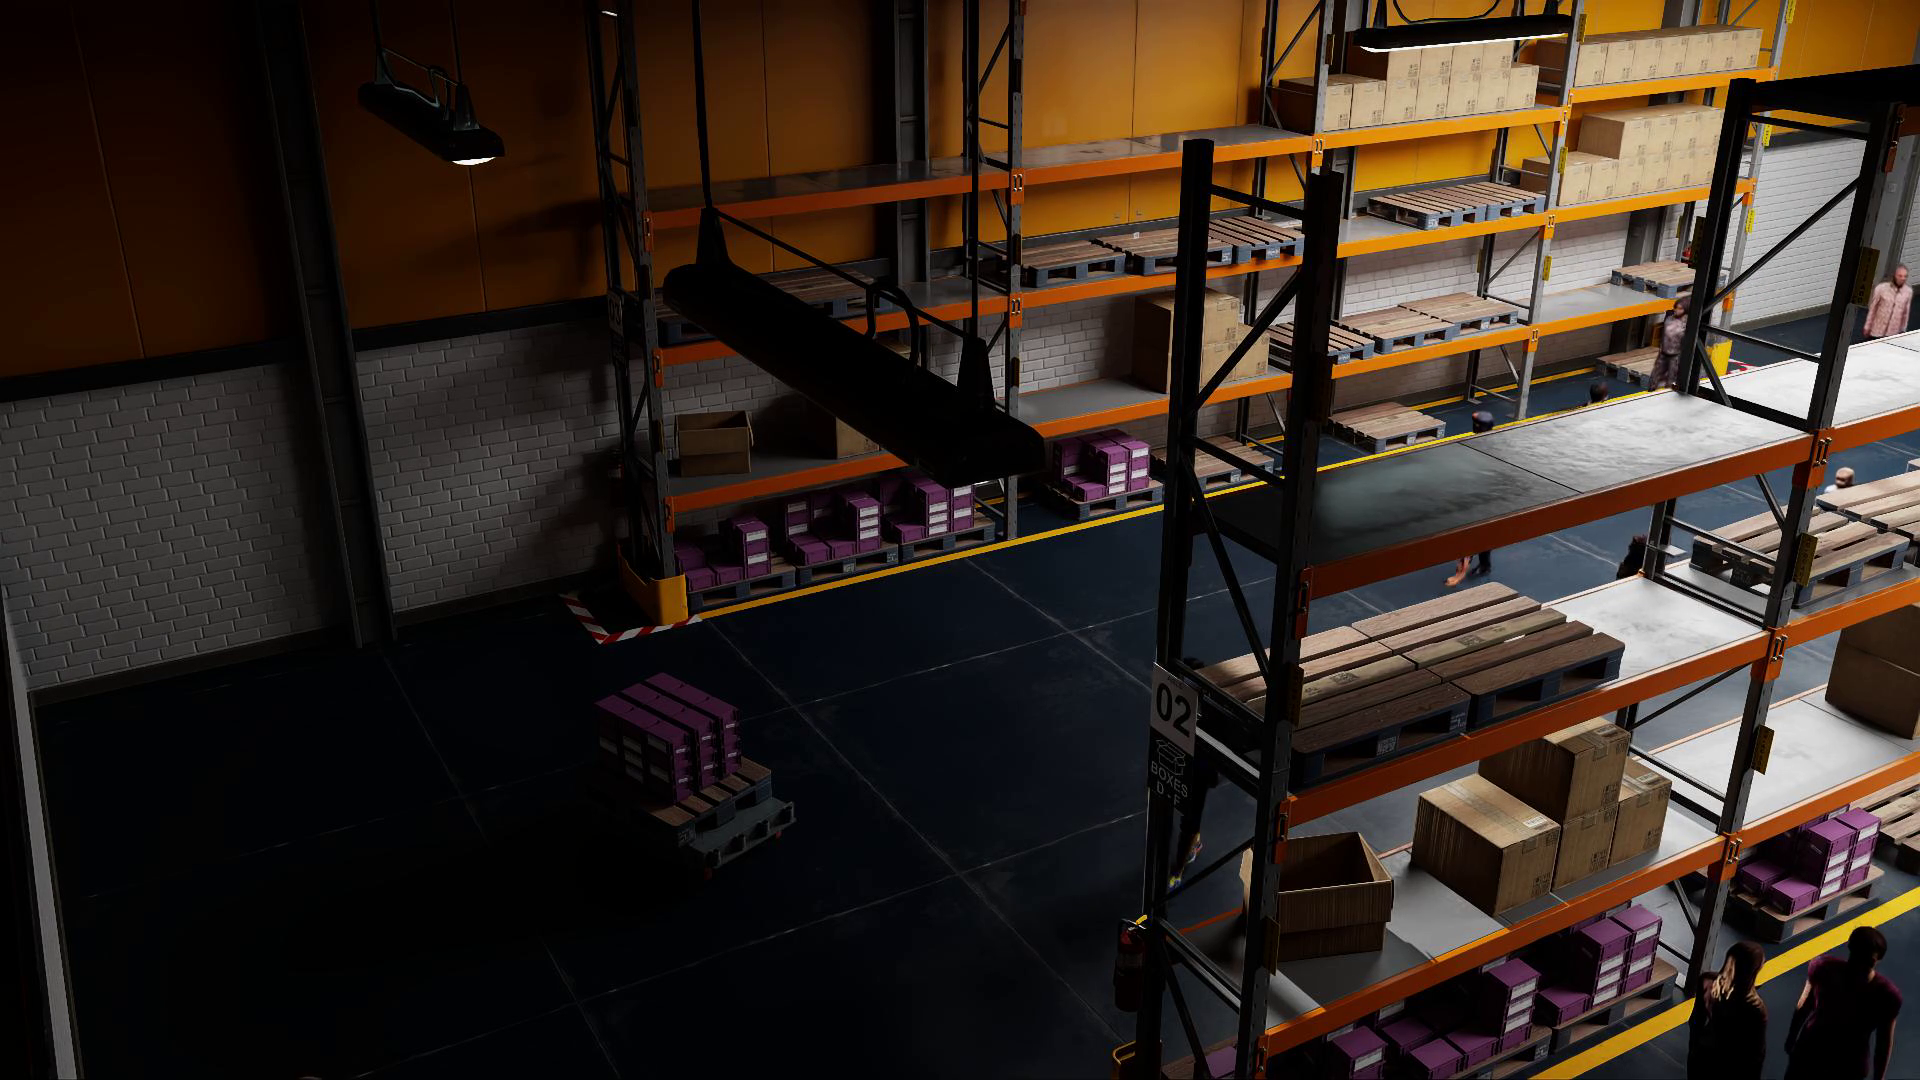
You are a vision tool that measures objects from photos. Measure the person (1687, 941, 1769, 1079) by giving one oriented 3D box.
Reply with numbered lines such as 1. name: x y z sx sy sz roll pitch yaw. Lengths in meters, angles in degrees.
1. person: 4.346 3.013 9.518 0.493 1.705 0.600 -14 27 -28

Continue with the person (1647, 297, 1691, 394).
1. person: 9.370 -2.353 21.796 0.720 1.704 0.617 -14 27 -30

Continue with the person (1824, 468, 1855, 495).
1. person: 9.120 -0.165 17.333 0.580 1.270 0.524 -18 29 -36

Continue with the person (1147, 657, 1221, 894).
1. person: 1.754 1.664 12.455 0.997 1.825 1.230 13 27 27

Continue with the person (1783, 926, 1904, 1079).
1. person: 5.022 2.936 9.538 0.872 1.832 0.973 18 29 35

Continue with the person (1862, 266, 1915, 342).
1. person: 12.747 -2.914 22.972 1.026 1.790 1.085 6 24 13

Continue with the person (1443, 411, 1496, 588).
1. person: 5.458 -0.447 17.254 1.088 1.849 0.682 -15 28 -30
